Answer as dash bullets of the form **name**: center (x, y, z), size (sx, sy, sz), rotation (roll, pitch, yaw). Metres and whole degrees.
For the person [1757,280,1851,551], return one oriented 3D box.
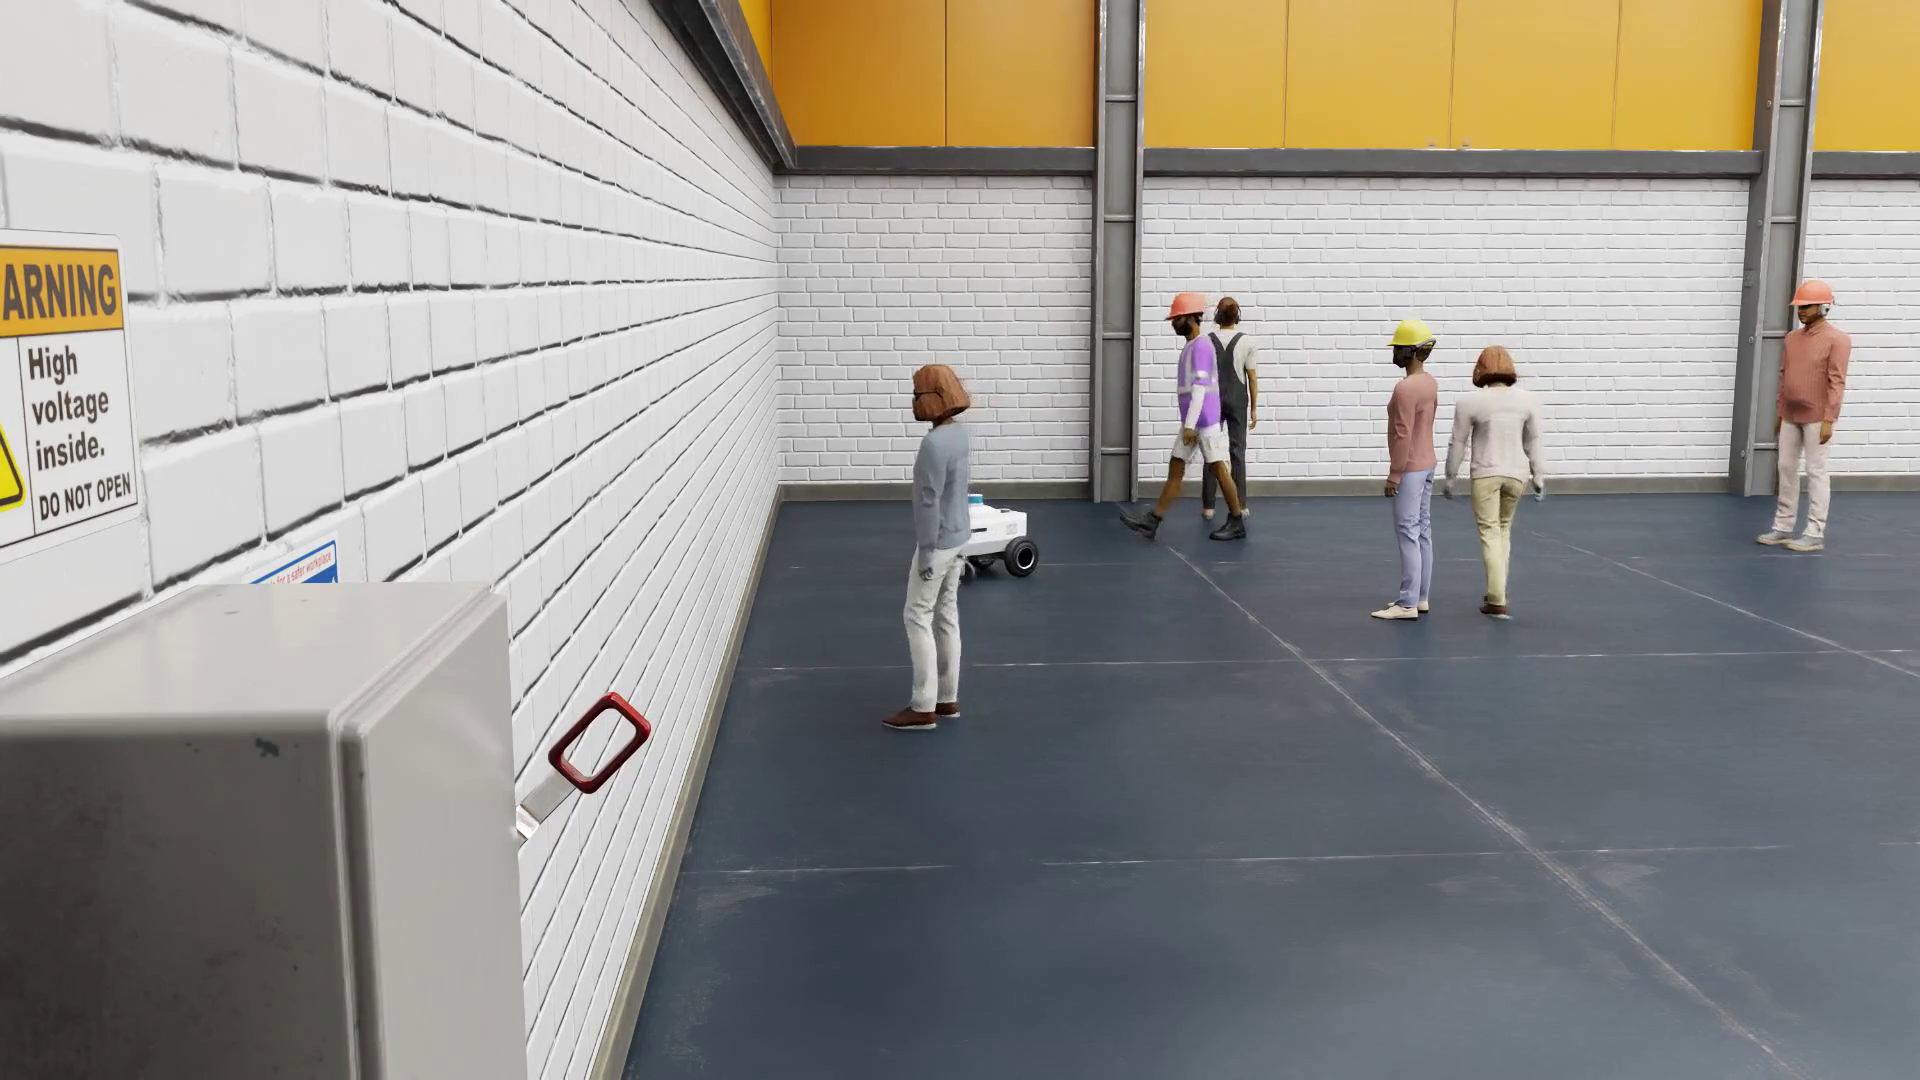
- **person**: center (6.251, -0.916, 12.285), size (0.403, 1.987, 0.622), rotation (-3, 9, -17)

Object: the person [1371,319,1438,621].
- **person**: center (2.634, -0.409, 9.792), size (0.315, 1.769, 0.525), rotation (6, 11, 32)

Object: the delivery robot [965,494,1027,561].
- **delivery robot**: center (0.100, -0.065, 11.123), size (0.707, 0.478, 0.477), rotation (-7, 11, -37)

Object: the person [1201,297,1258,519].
- **person**: center (2.209, -1.086, 13.788), size (0.514, 1.846, 0.339), rotation (2, 9, 15)

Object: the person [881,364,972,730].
- **person**: center (-0.124, 0.029, 7.481), size (0.355, 1.632, 0.519), rotation (3, 10, 18)

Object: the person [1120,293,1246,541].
- **person**: center (1.734, -0.918, 12.612), size (0.994, 1.880, 0.622), rotation (-1, 9, -6)

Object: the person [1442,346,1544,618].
- **person**: center (3.192, -0.357, 9.956), size (0.563, 1.594, 0.642), rotation (-1, 9, -6)
